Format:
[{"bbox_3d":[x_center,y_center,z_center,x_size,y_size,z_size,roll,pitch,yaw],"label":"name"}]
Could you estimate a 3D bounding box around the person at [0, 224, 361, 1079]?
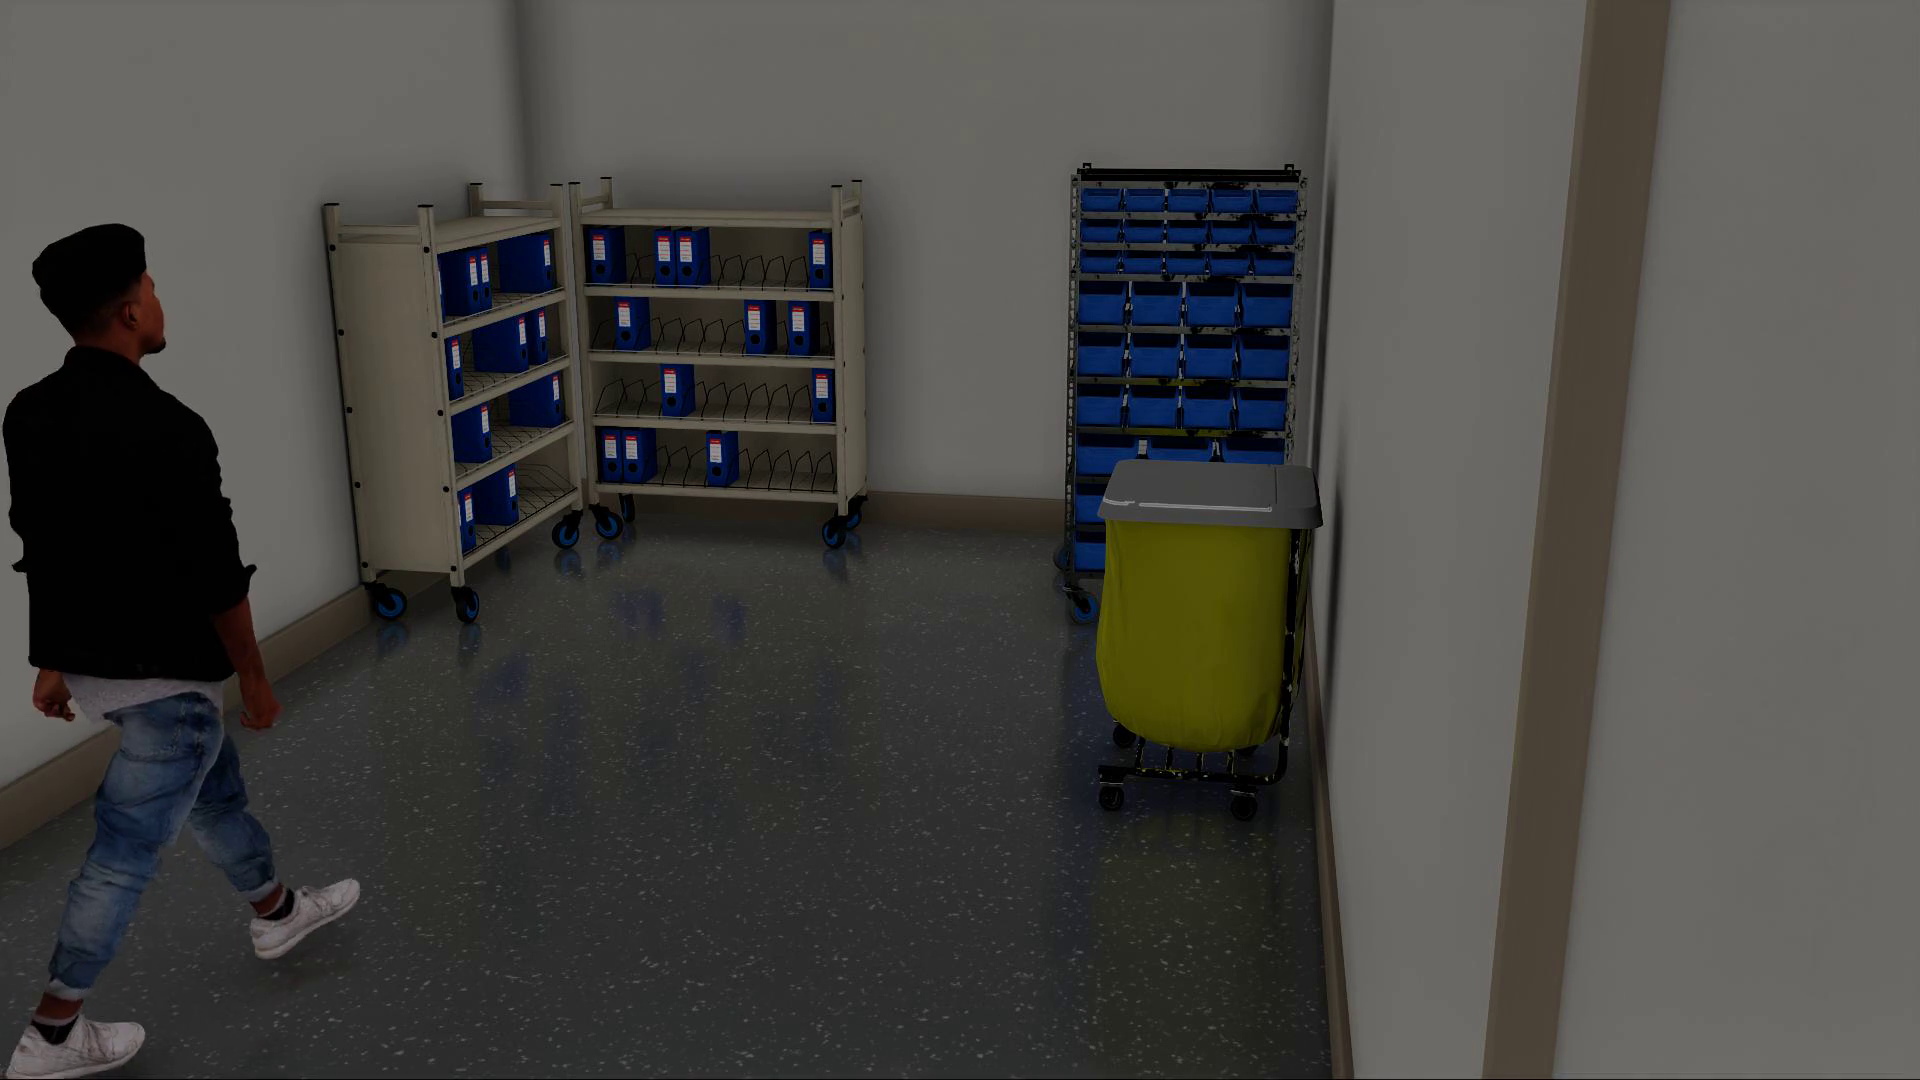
[{"bbox_3d":[-1.793,0.282,3.503,1.213,1.770,1.029,9,18,28],"label":"person"}]
